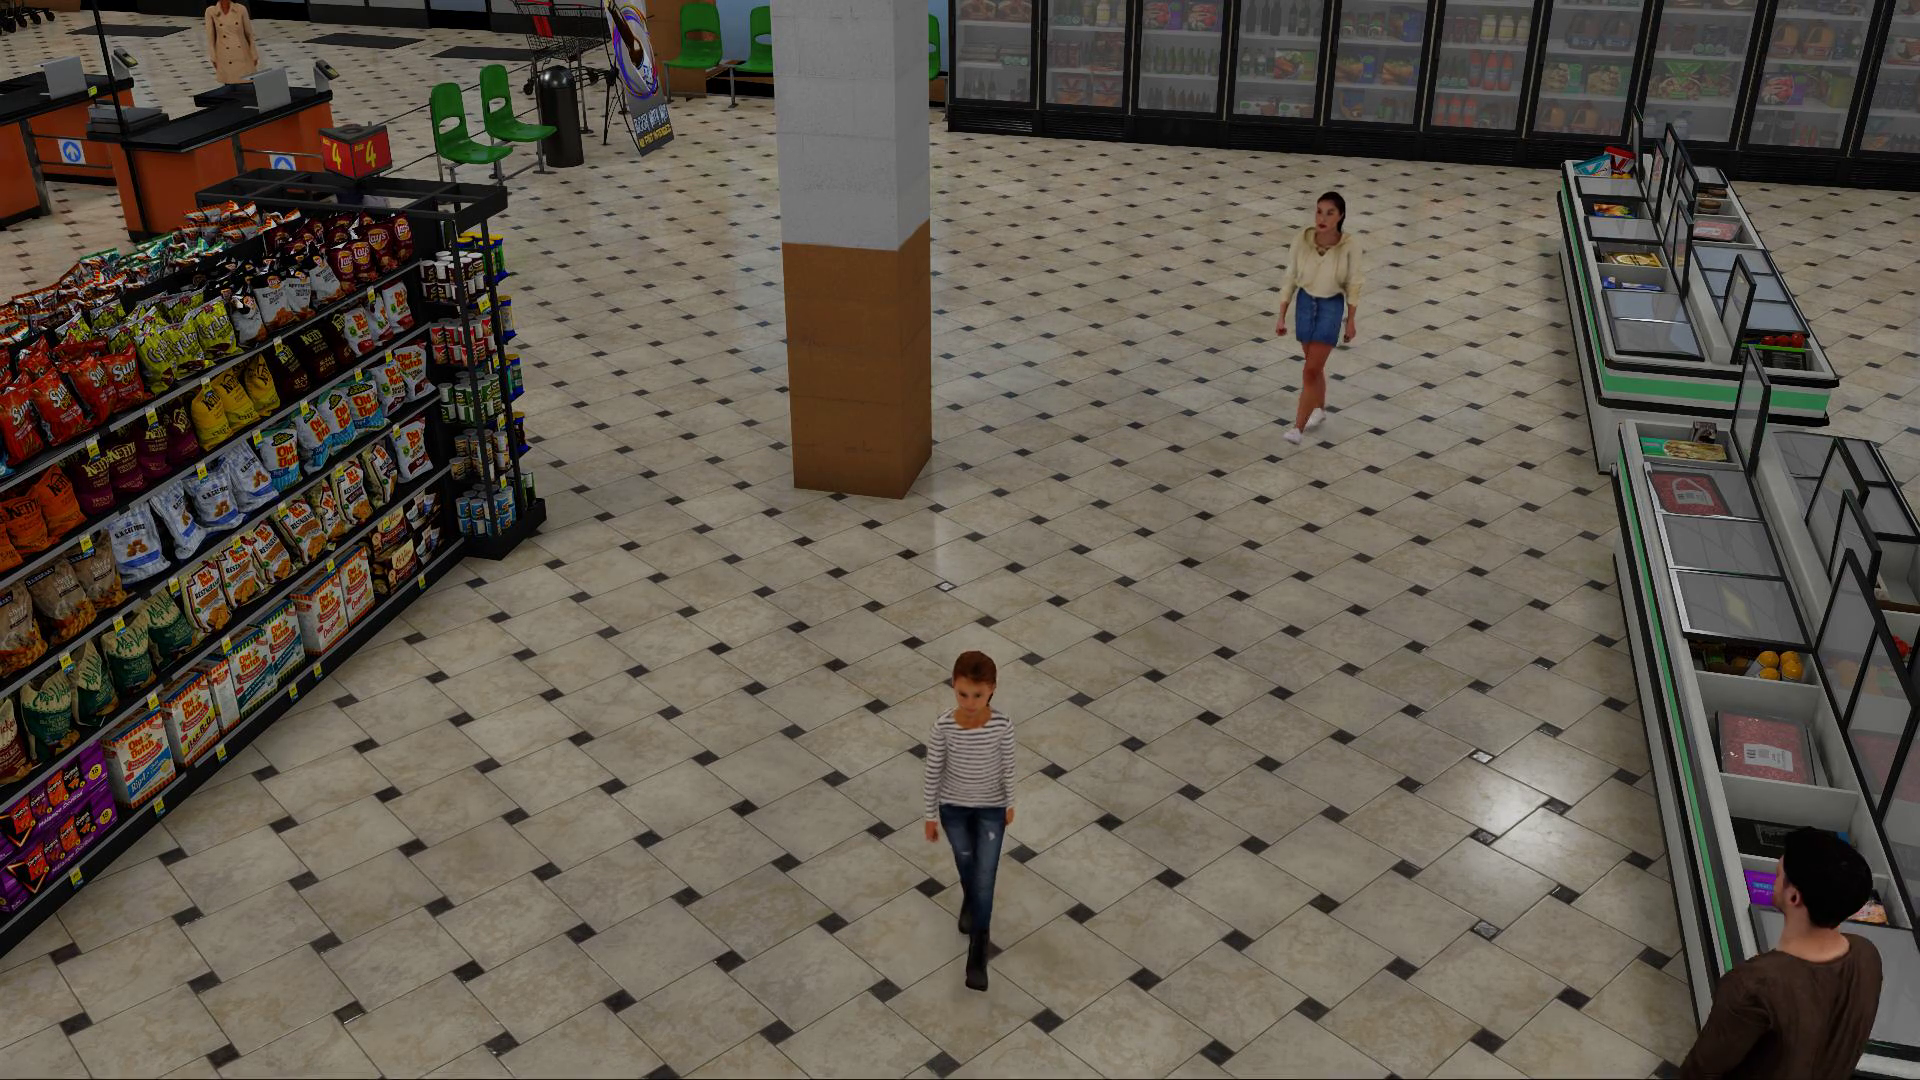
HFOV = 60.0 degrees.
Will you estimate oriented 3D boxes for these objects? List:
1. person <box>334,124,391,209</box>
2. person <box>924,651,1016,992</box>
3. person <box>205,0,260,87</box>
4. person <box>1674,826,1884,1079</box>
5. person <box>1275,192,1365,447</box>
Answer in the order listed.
[{"bbox_3d":[-4.069,-1.937,11.393,0.857,1.830,0.750,-2,27,-4],"label":"person"},{"bbox_3d":[0.049,0.965,6.263,0.569,1.294,0.892,2,27,5],"label":"person"},{"bbox_3d":[-7.866,-5.222,18.034,0.719,1.682,0.739,-10,29,-19],"label":"person"},{"bbox_3d":[2.117,1.627,4.337,1.151,1.855,1.230,-14,30,-26],"label":"person"},{"bbox_3d":[2.336,-1.442,10.668,0.886,1.602,1.111,18,32,31],"label":"person"}]
